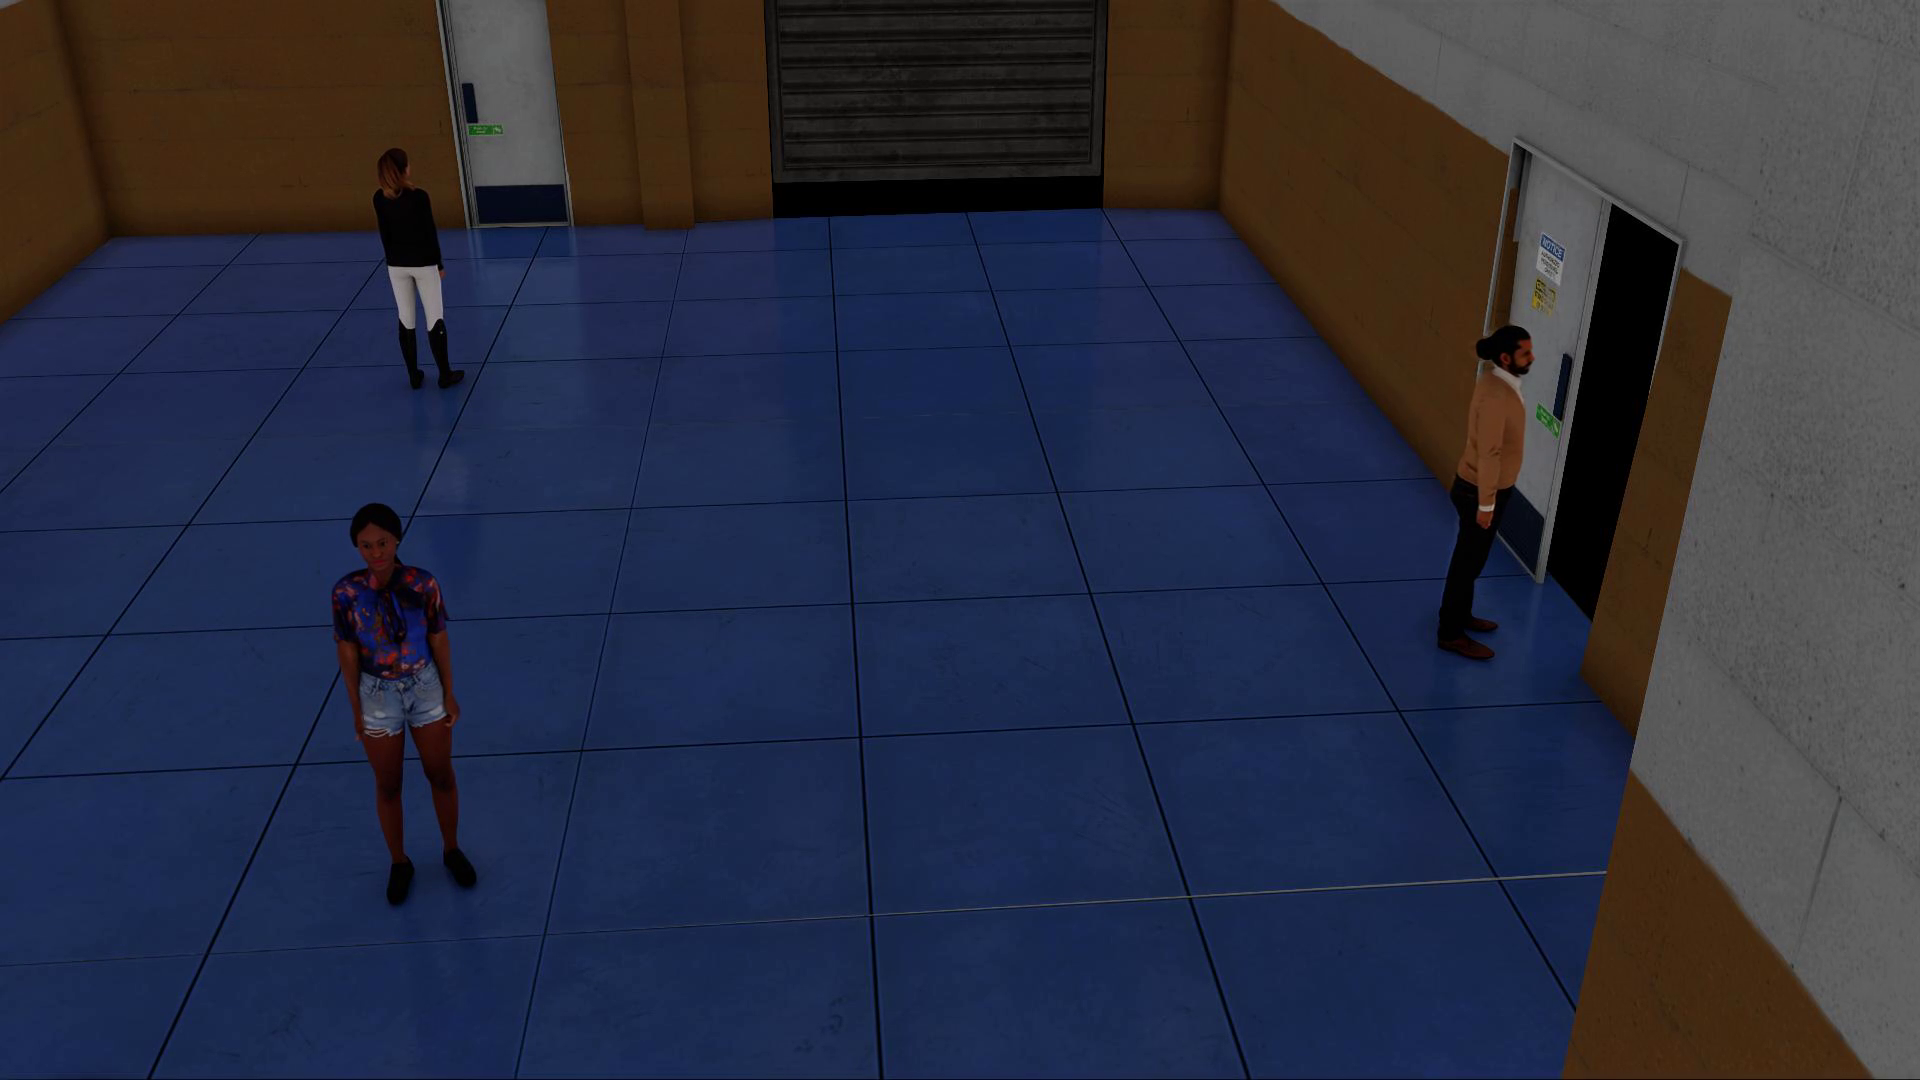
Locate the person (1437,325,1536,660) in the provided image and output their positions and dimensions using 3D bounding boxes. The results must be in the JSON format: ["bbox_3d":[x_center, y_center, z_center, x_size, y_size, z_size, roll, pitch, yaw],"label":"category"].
[{"bbox_3d":[2.681,-0.264,8.500,0.723,1.753,0.744,9,28,18],"label":"person"}]

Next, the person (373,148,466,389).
[{"bbox_3d":[-3.862,-1.910,11.760,0.534,1.729,0.653,2,27,4],"label":"person"}]

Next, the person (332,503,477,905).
[{"bbox_3d":[-2.245,0.657,6.704,0.554,1.741,0.706,-11,29,-20],"label":"person"}]
